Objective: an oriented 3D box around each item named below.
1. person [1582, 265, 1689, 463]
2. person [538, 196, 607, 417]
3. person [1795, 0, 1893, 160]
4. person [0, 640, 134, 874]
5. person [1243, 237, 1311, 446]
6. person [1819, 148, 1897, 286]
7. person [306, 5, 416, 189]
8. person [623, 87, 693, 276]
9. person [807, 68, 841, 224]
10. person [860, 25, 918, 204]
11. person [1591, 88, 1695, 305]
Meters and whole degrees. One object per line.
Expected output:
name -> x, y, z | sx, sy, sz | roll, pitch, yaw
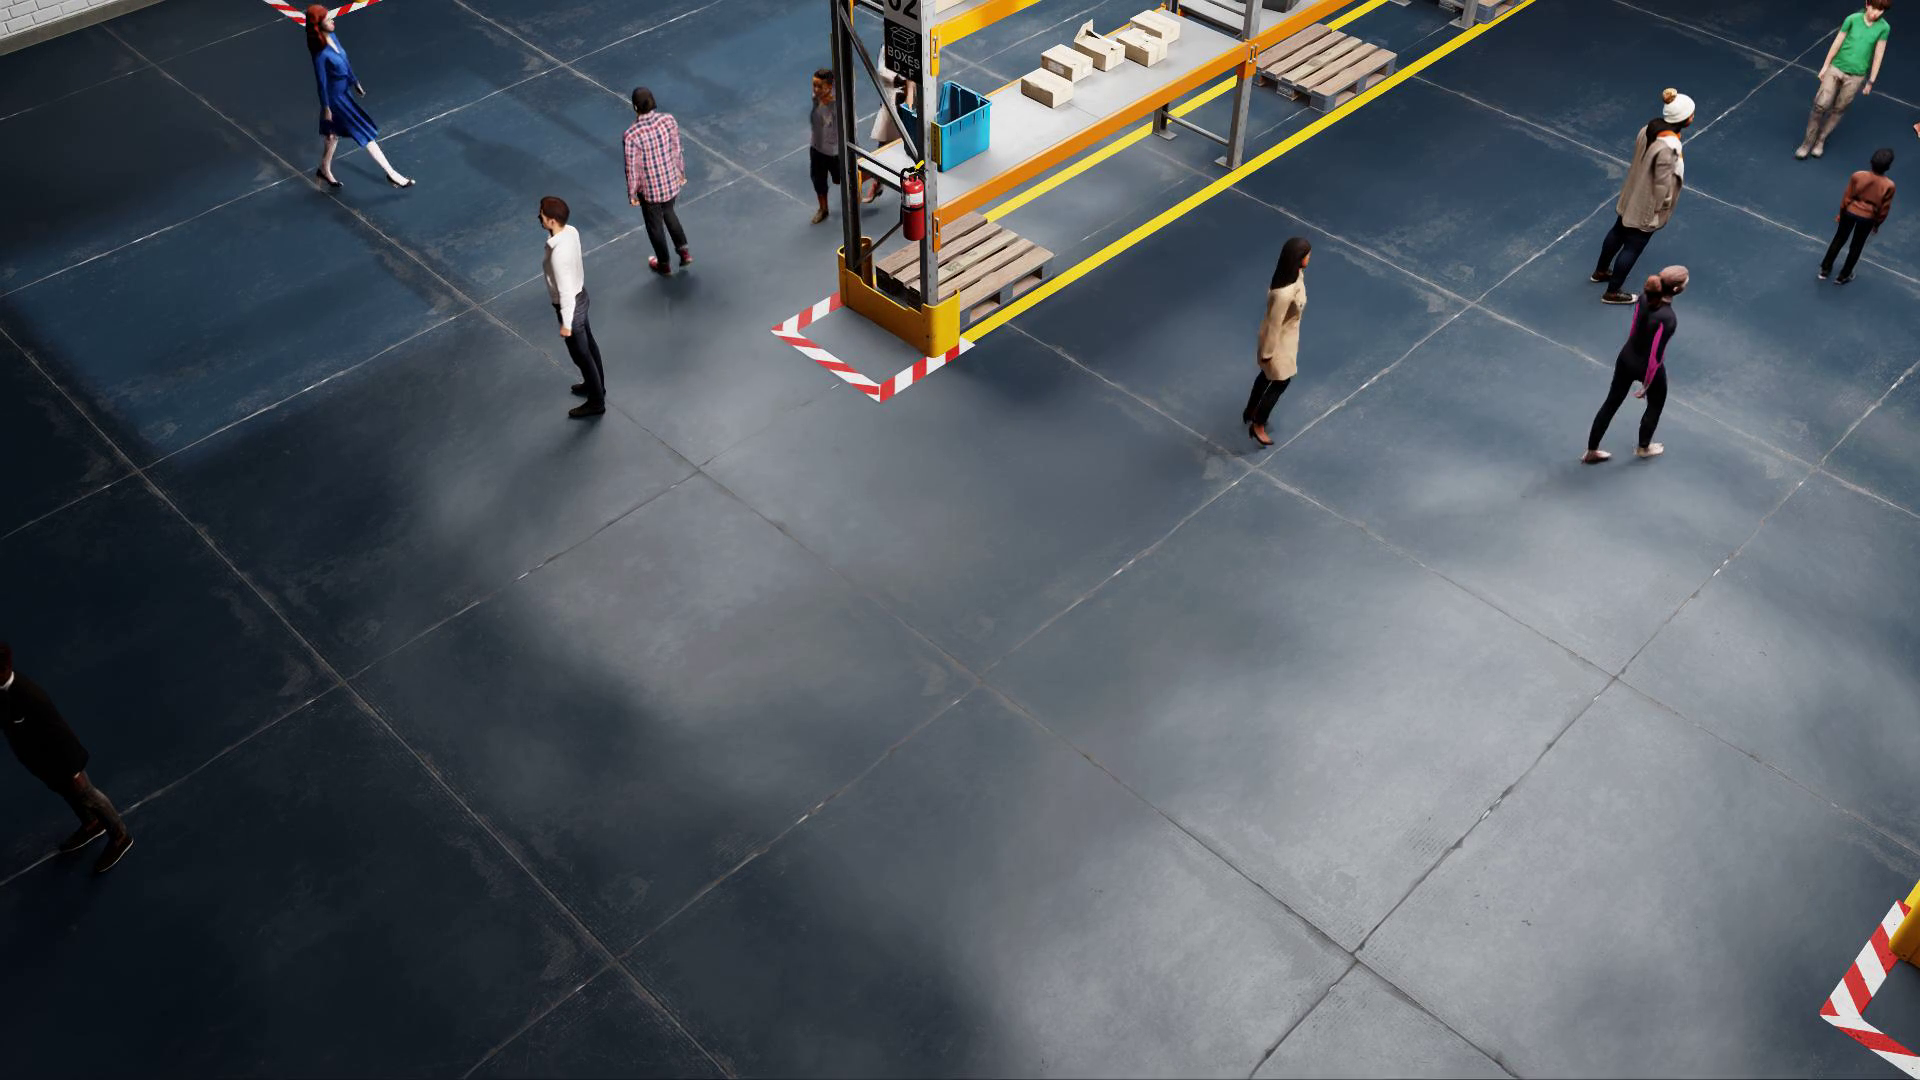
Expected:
person -> 4.851, -1.231, 12.057 | 0.934, 1.728, 0.749 | -19, 47, -19
person -> -2.913, -1.762, 12.511 | 0.773, 1.871, 0.729 | -2, 44, -2
person -> 8.225, -4.365, 15.404 | 0.723, 1.648, 0.764 | 20, 47, 20
person -> -5.168, 1.208, 9.445 | 0.701, 1.799, 0.638 | 24, 48, 23
person -> 2.310, -1.475, 12.367 | 0.878, 1.654, 0.722 | 21, 48, 21
person -> 7.555, -2.729, 13.973 | 0.539, 1.254, 0.484 | 30, 51, 27
person -> -5.600, -3.877, 14.801 | 1.174, 1.774, 1.113 | 0, 44, 0
person -> -2.481, -2.944, 13.836 | 0.655, 1.754, 0.768 | -32, 52, -29
person -> -1.143, -3.574, 14.726 | 0.740, 1.438, 0.990 | 21, 48, 21
person -> -0.450, -3.836, 14.810 | 1.111, 1.702, 0.666 | -32, 52, -29
person -> 5.583, -2.828, 13.616 | 0.872, 1.890, 0.815 | -1, 44, -1
